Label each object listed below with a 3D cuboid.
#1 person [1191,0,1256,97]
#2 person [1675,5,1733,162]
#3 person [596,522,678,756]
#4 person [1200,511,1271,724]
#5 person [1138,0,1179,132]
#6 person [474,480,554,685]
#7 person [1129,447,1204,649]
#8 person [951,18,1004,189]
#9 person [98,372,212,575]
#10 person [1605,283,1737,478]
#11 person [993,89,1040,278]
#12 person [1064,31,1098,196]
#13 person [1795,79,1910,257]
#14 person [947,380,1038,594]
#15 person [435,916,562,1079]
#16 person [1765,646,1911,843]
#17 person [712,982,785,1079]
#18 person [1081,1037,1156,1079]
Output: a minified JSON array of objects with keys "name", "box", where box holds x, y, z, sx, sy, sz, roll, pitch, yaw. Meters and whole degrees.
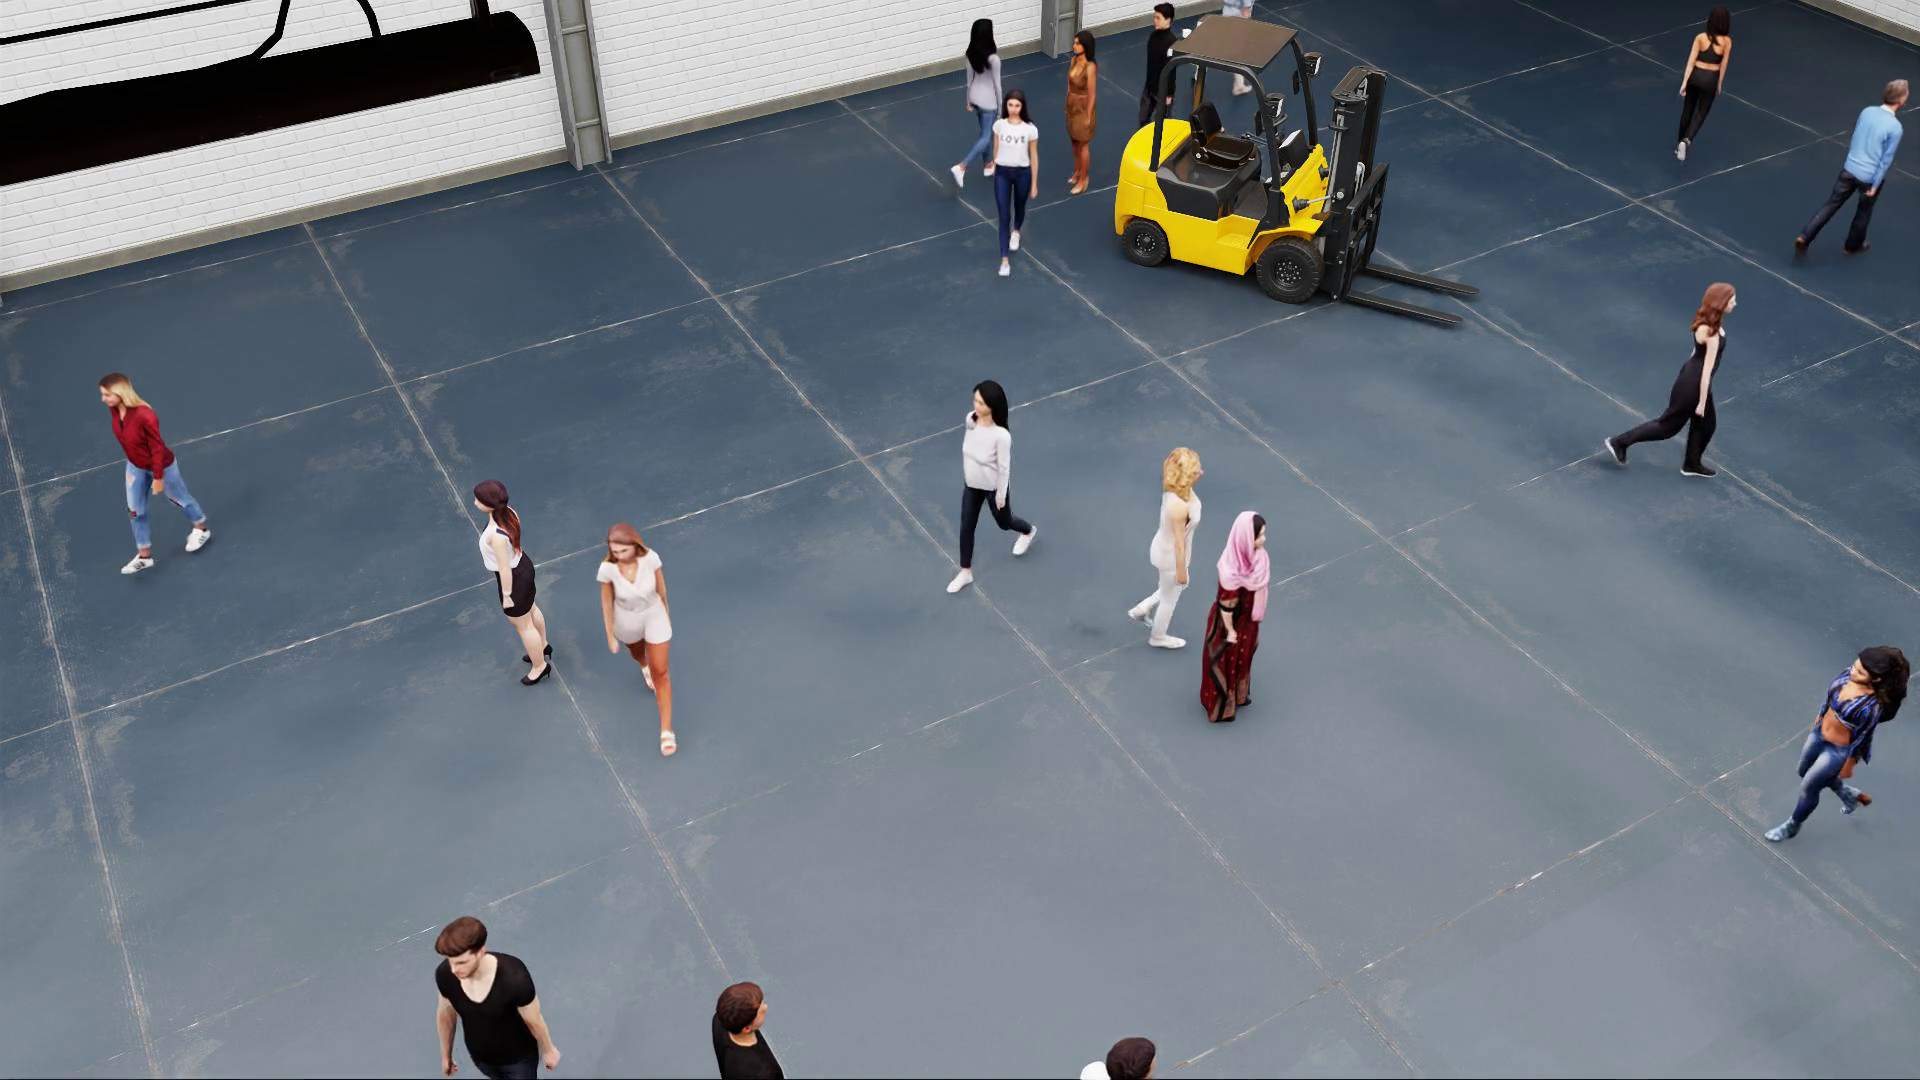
[{"name":"person","box":[2.996,-5.796,18.558,1.035,1.829,0.663,-20,43,-23]},{"name":"person","box":[7.748,-4.742,17.399,0.813,1.629,0.979,20,43,23]},{"name":"person","box":[-2.102,0.492,10.835,1.150,1.643,0.839,-12,40,-14]},{"name":"person","box":[1.793,0.477,10.858,0.803,1.636,0.668,27,46,30]},{"name":"person","box":[2.149,-4.748,17.348,1.006,1.702,0.651,-19,43,-23]},{"name":"person","box":[-2.973,0.270,11.109,0.620,1.647,0.615,-5,39,-6]},{"name":"person","box":[1.366,0.070,11.349,0.803,1.660,0.748,4,39,5]},{"name":"person","box":[0.177,-4.411,16.917,1.101,1.713,0.747,-29,47,-31]},{"name":"person","box":[-5.860,-0.571,12.196,0.937,1.605,1.035,13,40,16]},{"name":"person","box":[5.601,-1.221,12.919,1.131,1.718,1.090,11,40,13]},{"name":"person","box":[0.521,-3.425,15.673,1.148,1.725,1.137,6,39,7]},{"name":"person","box":[1.240,-4.345,16.850,0.515,1.693,0.564,-19,42,-22]},{"name":"person","box":[8.438,-3.458,15.663,1.130,1.789,0.677,-18,42,-21]},{"name":"person","box":[0.267,-0.423,11.960,0.819,1.668,1.164,31,48,33]},{"name":"person","box":[-2.219,2.427,8.225,0.981,1.876,1.044,10,40,12]},{"name":"person","box":[5.303,1.225,9.949,0.948,1.603,0.823,-2,39,-2]},{"name":"person","box":[-0.979,2.711,7.881,0.588,1.862,0.675,-22,44,-26]},{"name":"person","box":[0.723,2.896,7.654,0.541,1.855,0.650,-20,43,-23]}]
